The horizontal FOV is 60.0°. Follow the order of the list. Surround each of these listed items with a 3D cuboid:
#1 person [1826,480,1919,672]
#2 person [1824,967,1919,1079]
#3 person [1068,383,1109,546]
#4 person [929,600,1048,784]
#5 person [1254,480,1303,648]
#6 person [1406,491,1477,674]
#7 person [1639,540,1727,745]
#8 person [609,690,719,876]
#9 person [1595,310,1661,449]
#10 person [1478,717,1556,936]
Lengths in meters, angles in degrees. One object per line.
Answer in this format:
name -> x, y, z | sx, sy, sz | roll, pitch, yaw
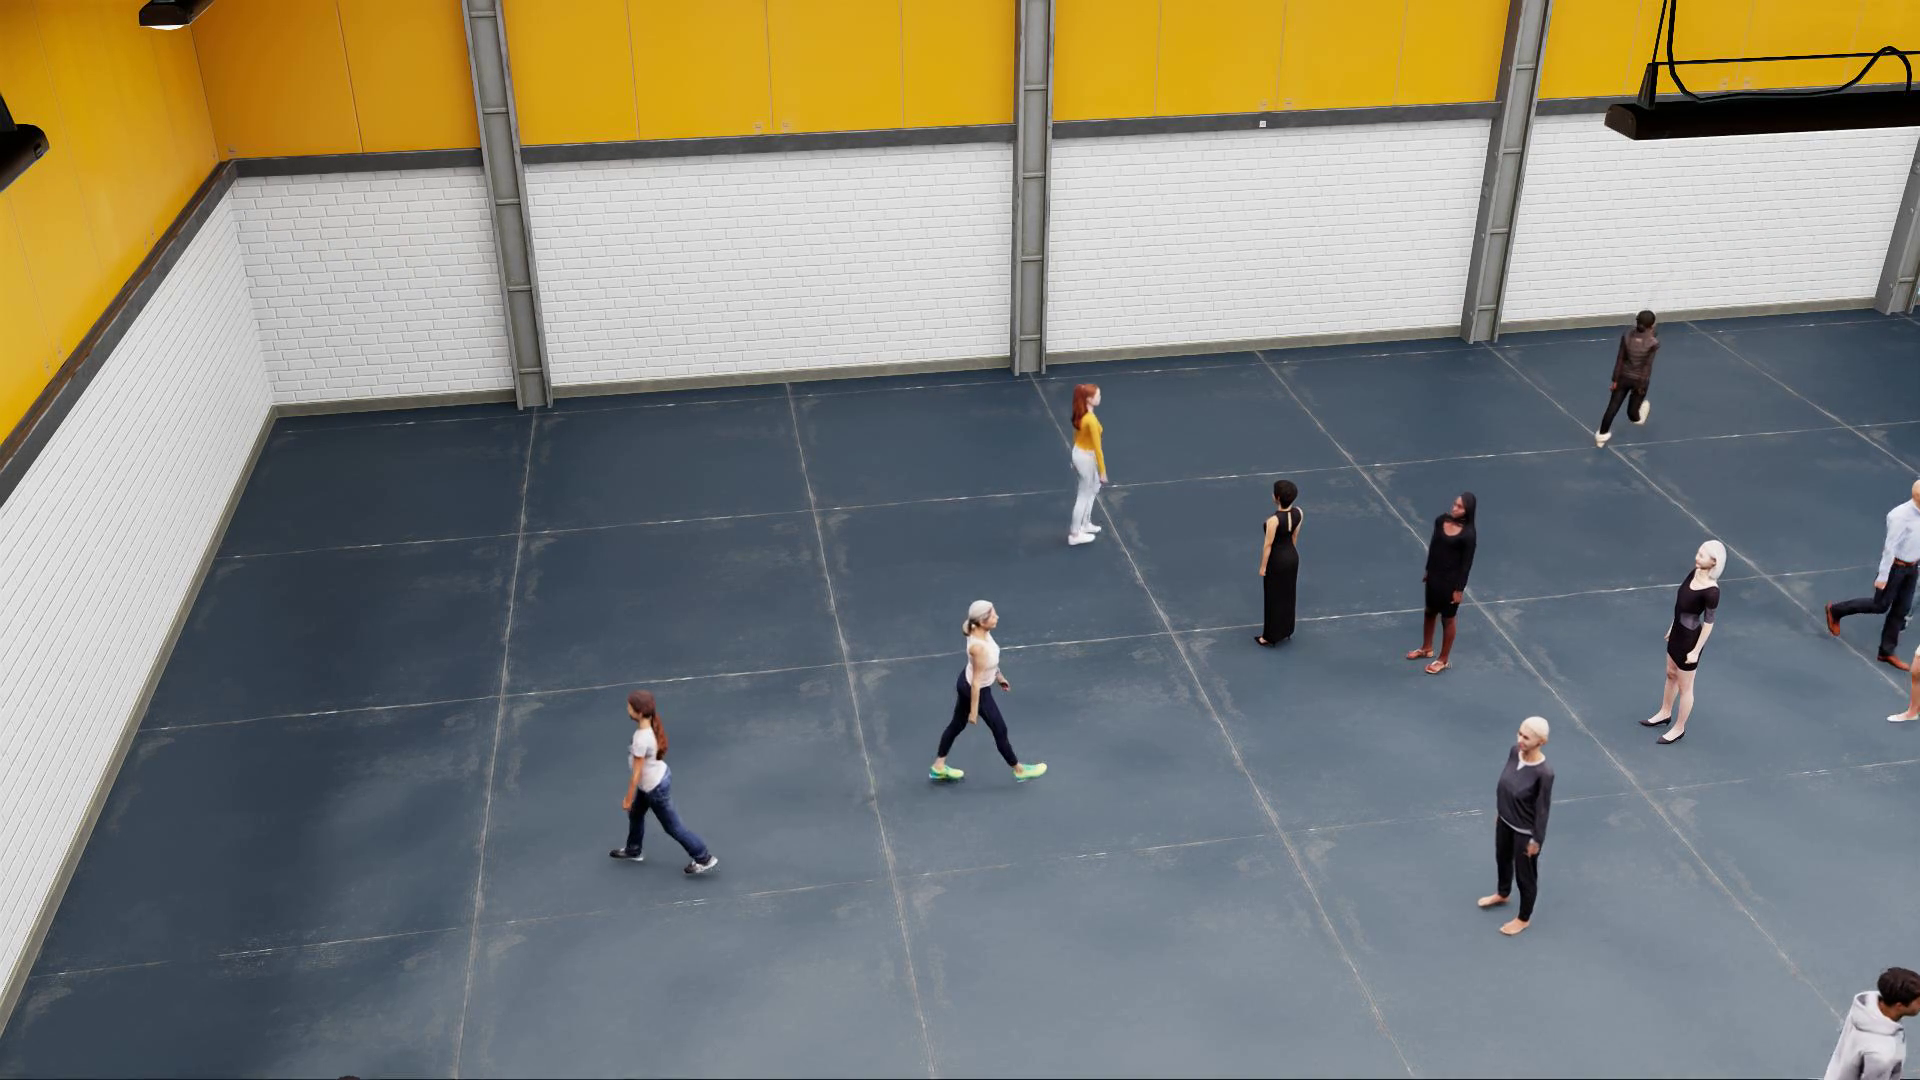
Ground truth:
person -> 8.137, 0.239, 14.570 | 1.104, 1.769, 0.939 | -16, 32, -26
person -> 4.854, 3.078, 9.227 | 1.278, 1.901, 0.981 | 6, 29, 12
person -> 1.155, -0.728, 16.375 | 0.678, 1.737, 0.656 | -10, 30, -18
person -> 0.034, 1.213, 12.902 | 1.181, 1.656, 0.712 | -2, 29, -4
person -> 2.861, 0.208, 14.805 | 0.616, 1.598, 0.717 | -21, 35, -34
person -> 4.230, 0.342, 14.432 | 0.665, 1.720, 0.699 | -12, 31, -21
person -> 5.888, 0.812, 13.455 | 0.511, 1.830, 0.590 | -3, 29, -5
person -> -2.146, 1.780, 11.996 | 1.109, 1.528, 0.700 | 1, 29, 2
person -> 7.482, -1.804, 18.437 | 0.917, 1.651, 0.975 | -9, 30, -16
person -> 3.899, 1.931, 11.519 | 0.596, 1.721, 0.651 | -10, 30, -17
